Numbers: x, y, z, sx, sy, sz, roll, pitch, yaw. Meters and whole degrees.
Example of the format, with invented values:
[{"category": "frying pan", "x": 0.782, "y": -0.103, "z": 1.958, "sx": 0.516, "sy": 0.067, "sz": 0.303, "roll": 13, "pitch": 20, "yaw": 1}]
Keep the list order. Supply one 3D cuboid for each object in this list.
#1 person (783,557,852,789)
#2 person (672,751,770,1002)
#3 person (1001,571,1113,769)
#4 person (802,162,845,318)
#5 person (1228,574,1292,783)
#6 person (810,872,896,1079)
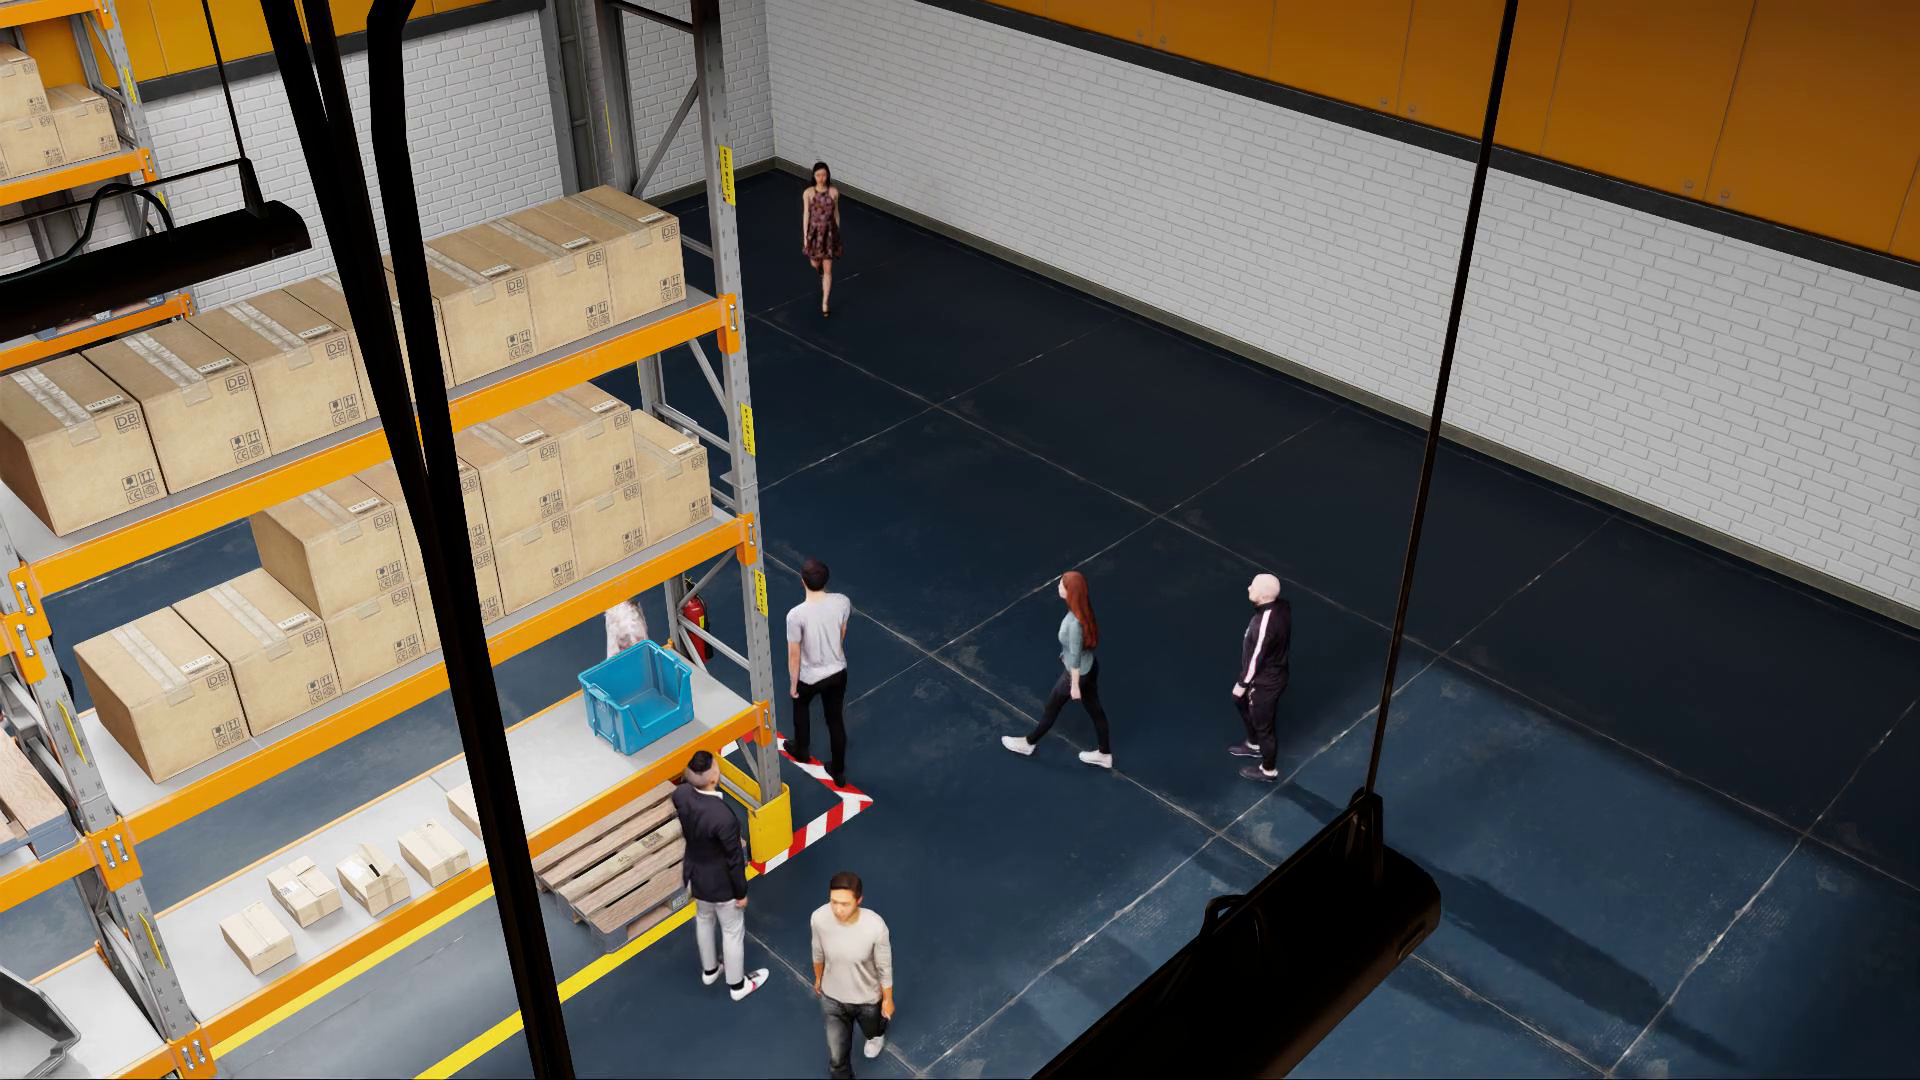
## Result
[{"category": "person", "x": -0.964, "y": 1.022, "z": 12.006, "sx": 0.908, "sy": 1.841, "sz": 0.903, "roll": -17, "pitch": 37, "yaw": -24}, {"category": "person", "x": -1.550, "y": 2.063, "z": 10.339, "sx": 0.722, "sy": 1.954, "sz": 0.613, "roll": 26, "pitch": 42, "yaw": 33}, {"category": "person", "x": 0.942, "y": 0.997, "z": 12.169, "sx": 1.009, "sy": 1.702, "sz": 1.104, "roll": 9, "pitch": 35, "yaw": 13}, {"category": "person", "x": -1.563, "y": -3.434, "z": 18.789, "sx": 1.050, "sy": 1.754, "sz": 1.040, "roll": -5, "pitch": 34, "yaw": -8}, {"category": "person", "x": 2.293, "y": 1.037, "z": 12.007, "sx": 0.839, "sy": 1.816, "sz": 0.747, "roll": 10, "pitch": 35, "yaw": 14}, {"category": "person", "x": -0.592, "y": 2.573, "z": 9.729, "sx": 1.055, "sy": 1.780, "sz": 1.231, "roll": 6, "pitch": 34, "yaw": 9}]
